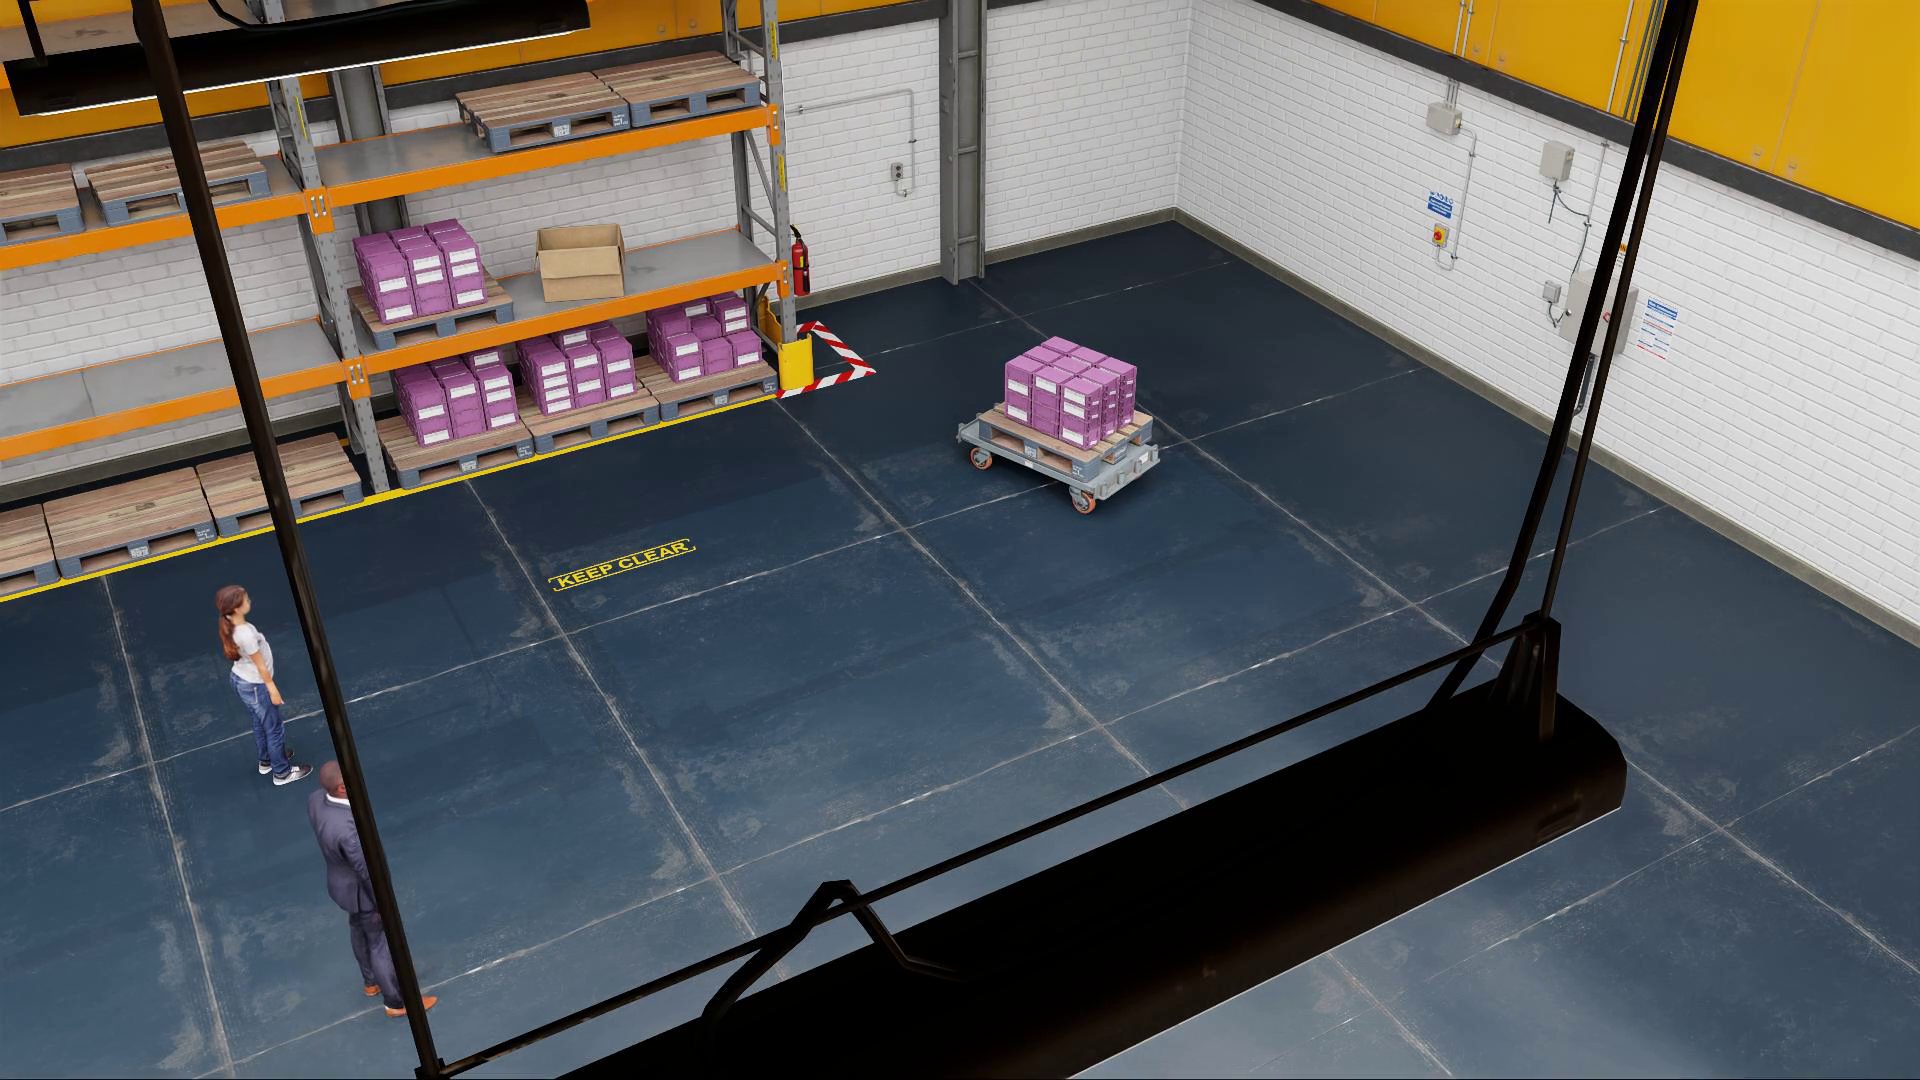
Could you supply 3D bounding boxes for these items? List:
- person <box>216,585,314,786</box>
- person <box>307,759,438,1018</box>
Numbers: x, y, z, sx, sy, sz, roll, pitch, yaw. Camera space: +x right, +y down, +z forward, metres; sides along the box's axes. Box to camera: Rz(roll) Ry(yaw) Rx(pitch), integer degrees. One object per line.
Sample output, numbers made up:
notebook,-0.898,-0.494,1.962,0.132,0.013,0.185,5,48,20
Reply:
person,-4.737,0.955,11.188,0.592,1.563,0.593,27,42,34
person,-3.390,1.962,9.438,0.649,1.824,0.740,-25,41,-33
